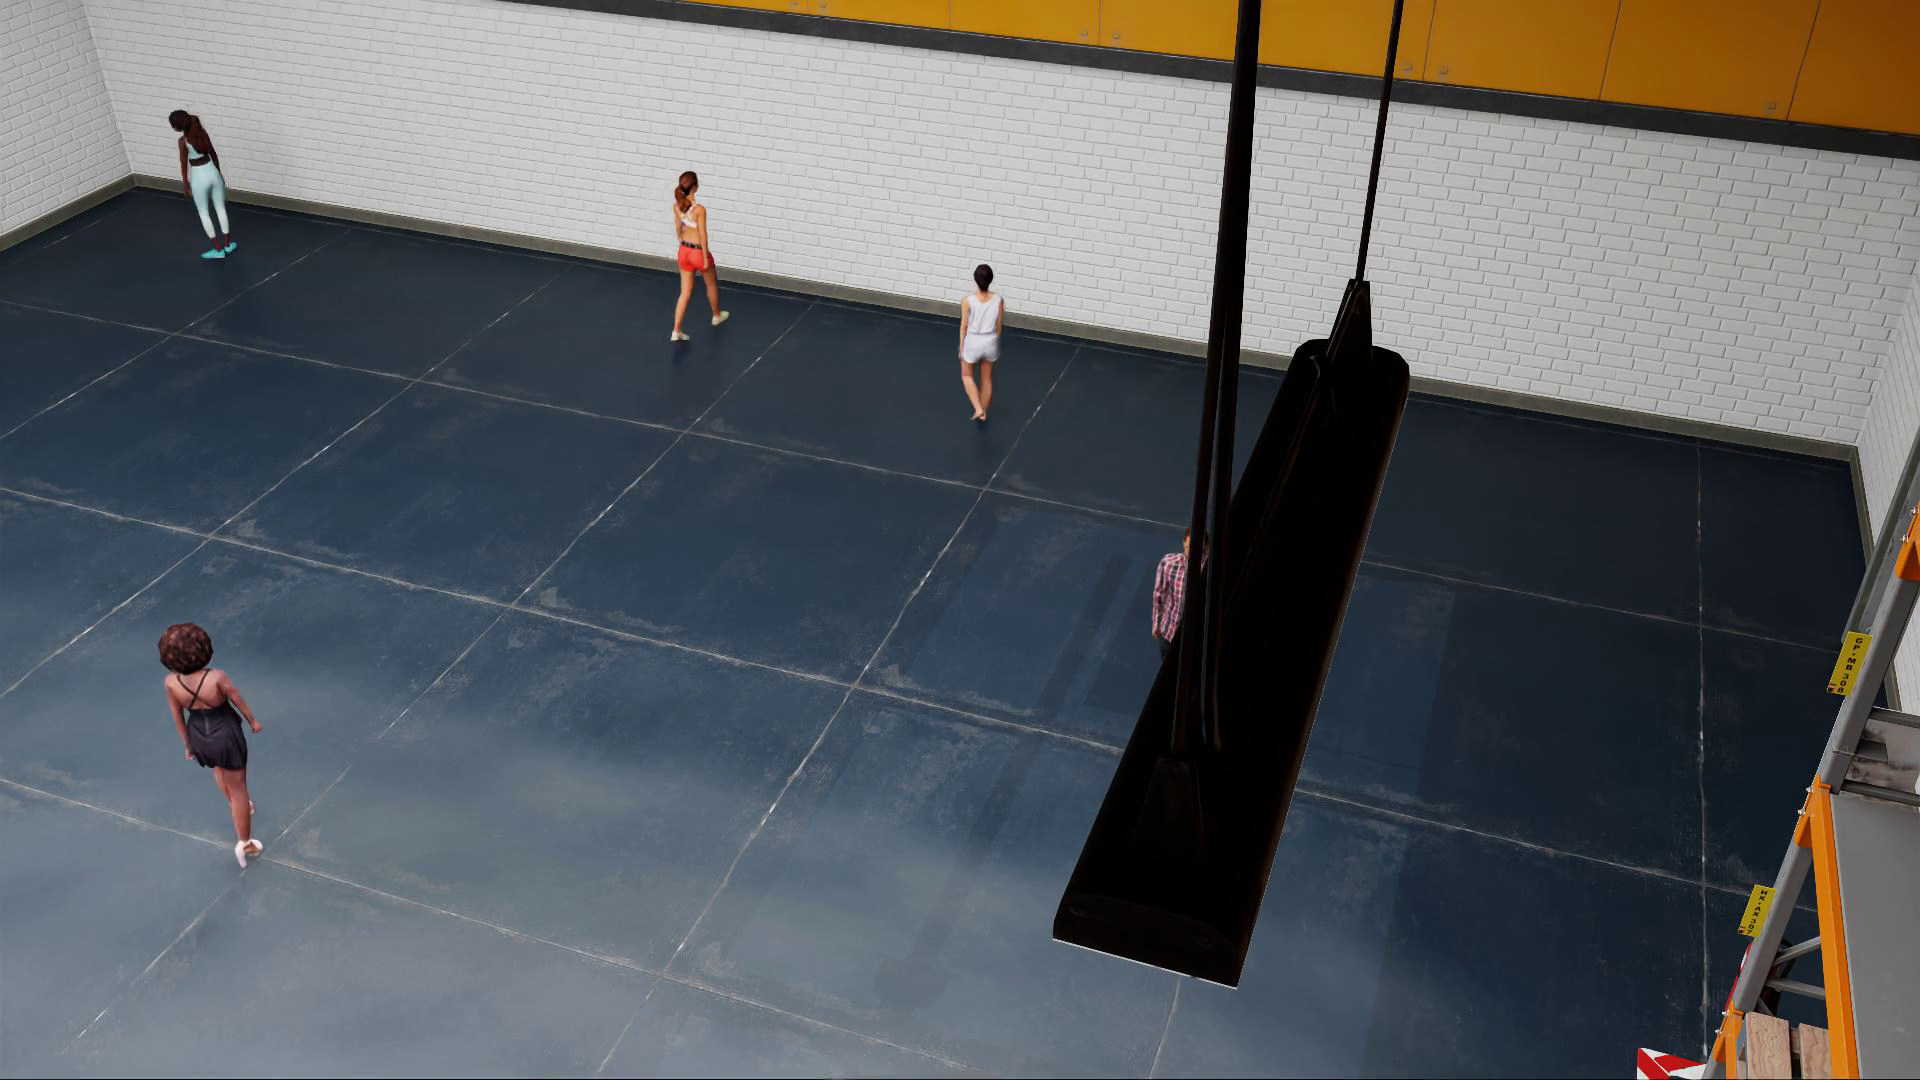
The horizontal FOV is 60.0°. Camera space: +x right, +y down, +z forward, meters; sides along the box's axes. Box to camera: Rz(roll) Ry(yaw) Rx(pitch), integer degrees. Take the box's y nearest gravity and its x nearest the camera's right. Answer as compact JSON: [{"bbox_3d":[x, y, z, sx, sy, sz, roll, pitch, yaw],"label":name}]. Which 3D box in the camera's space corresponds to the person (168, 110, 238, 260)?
[{"bbox_3d":[-8.461,-4.036,18.710,0.640,1.704,0.810,-23,40,-30],"label":"person"}]

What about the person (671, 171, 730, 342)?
[{"bbox_3d":[-2.751,-2.827,16.849,0.704,1.750,1.176,17,37,24],"label":"person"}]

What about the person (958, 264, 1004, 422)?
[{"bbox_3d":[0.209,-1.768,15.394,0.731,1.597,0.793,-9,35,-13],"label":"person"}]

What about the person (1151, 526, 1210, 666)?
[{"bbox_3d":[1.613,0.595,11.702,0.720,1.748,0.885,10,35,14],"label":"person"}]

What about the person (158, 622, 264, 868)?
[{"bbox_3d":[-4.730,1.352,10.547,0.741,1.767,0.887,0,34,-1],"label":"person"}]
